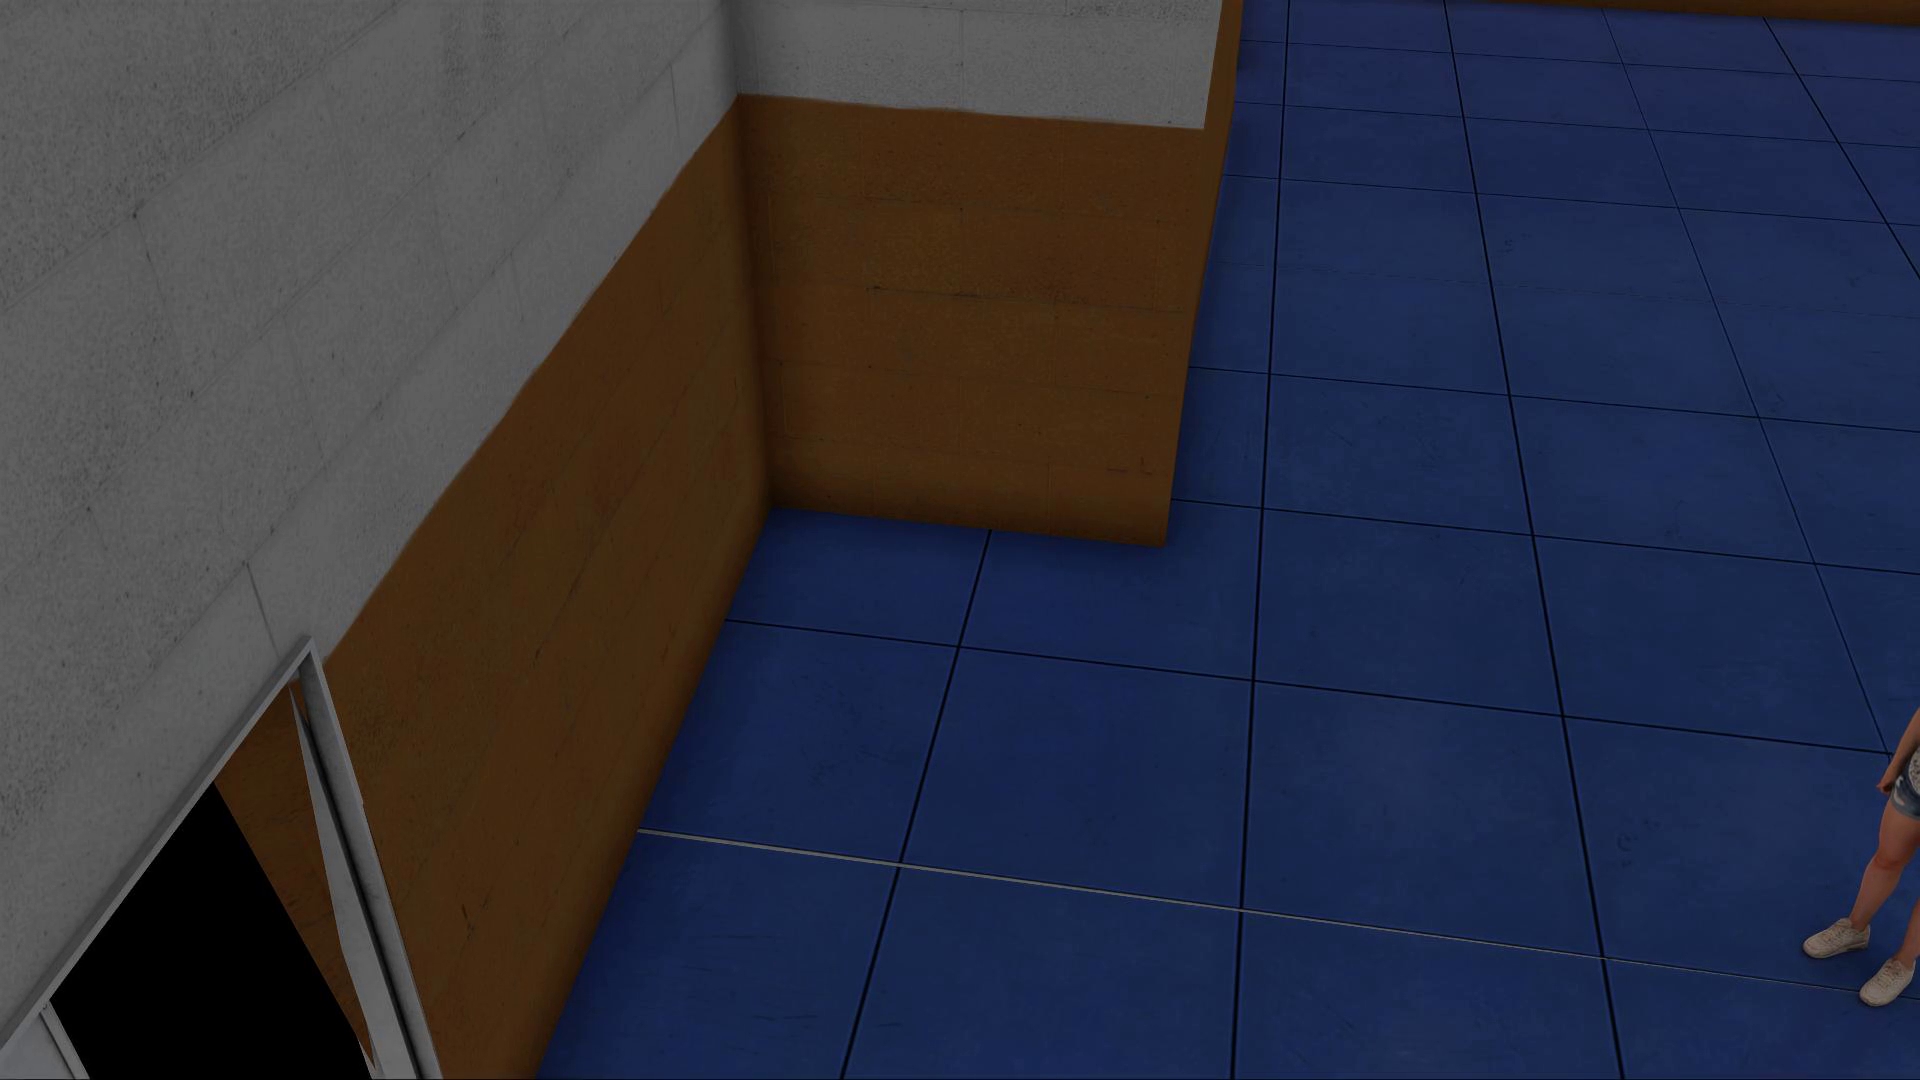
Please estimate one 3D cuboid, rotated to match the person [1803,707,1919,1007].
[{"bbox_3d":[3.341,0.885,5.607,0.686,1.758,0.657,-17,40,-21],"label":"person"}]
